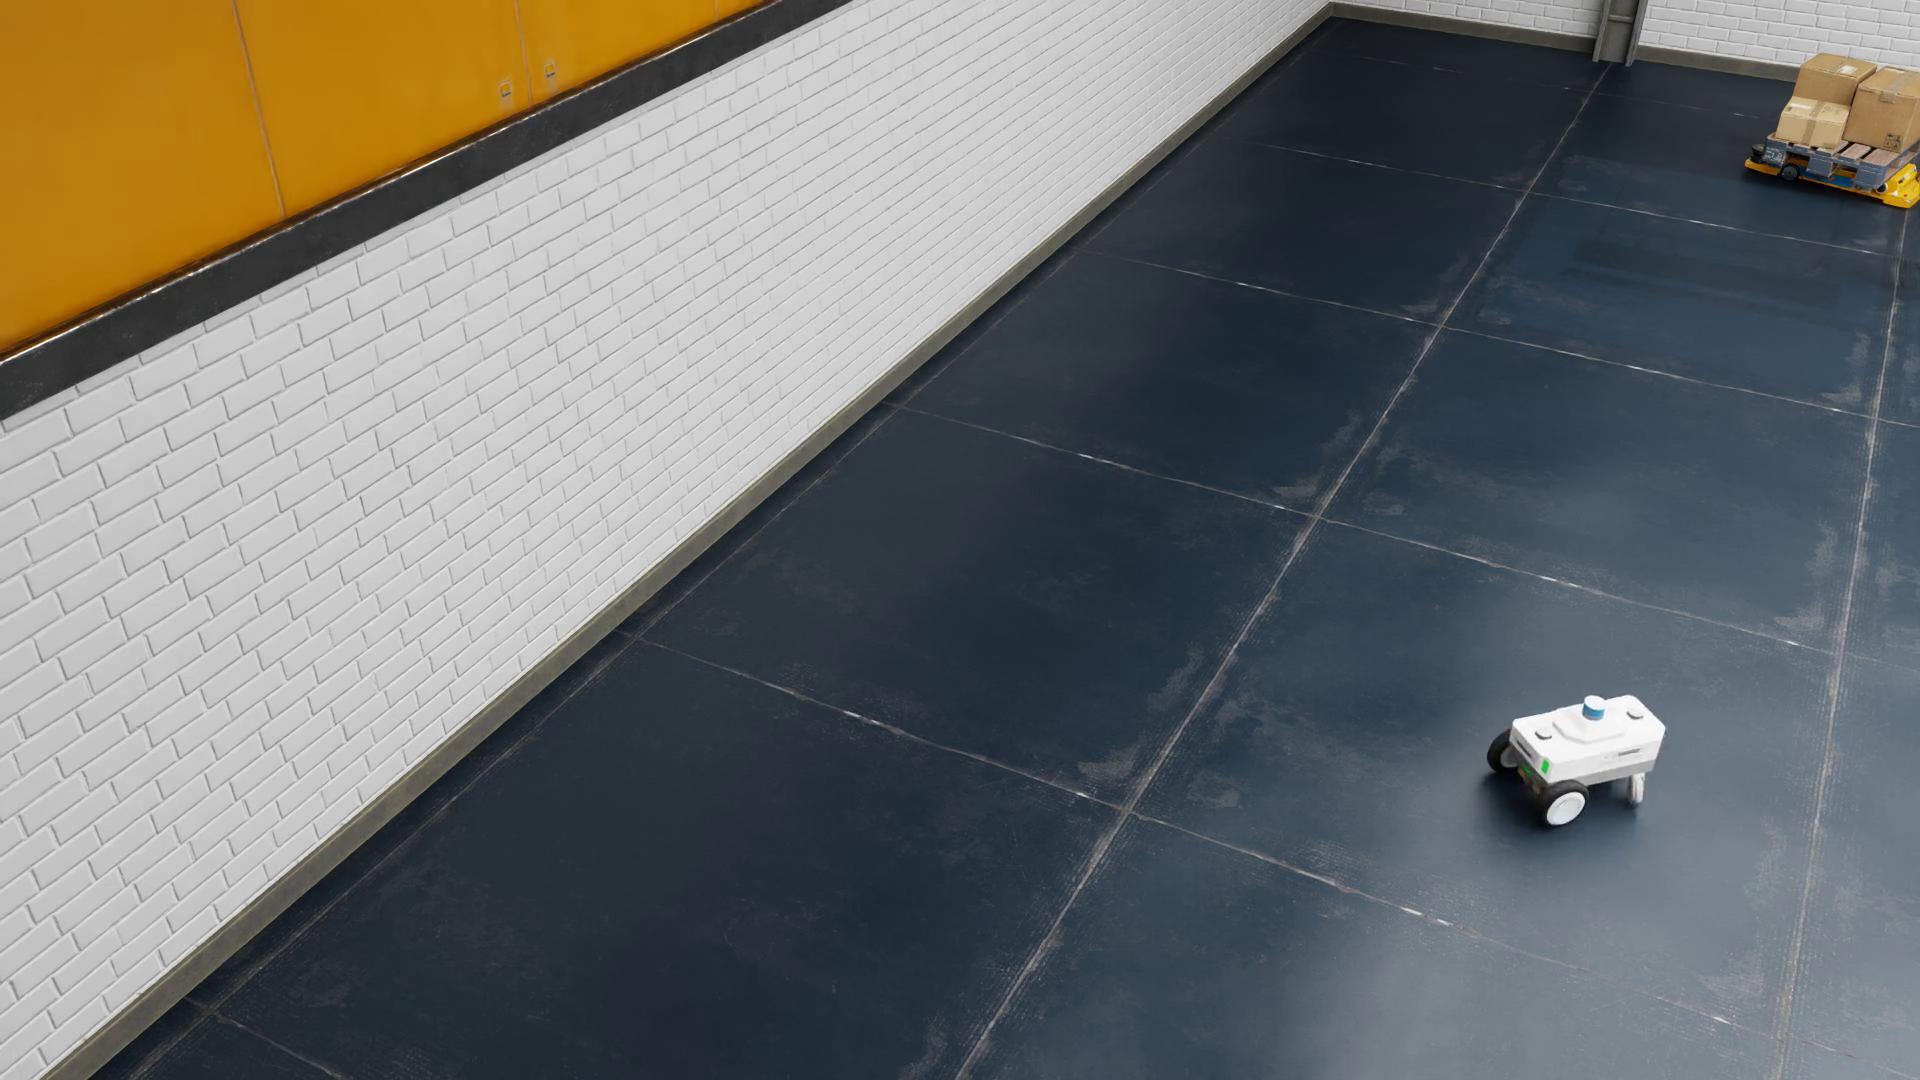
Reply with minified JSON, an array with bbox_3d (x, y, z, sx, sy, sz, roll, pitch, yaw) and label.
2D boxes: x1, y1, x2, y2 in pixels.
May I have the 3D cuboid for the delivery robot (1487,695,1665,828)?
[{"bbox_3d":[3.036,1.050,8.174,0.784,0.612,0.525,-10,35,-14],"label":"delivery robot"}]

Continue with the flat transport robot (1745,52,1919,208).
[{"bbox_3d":[7.902,-3.333,14.936,1.431,0.231,0.659,27,42,34],"label":"flat transport robot"}]
